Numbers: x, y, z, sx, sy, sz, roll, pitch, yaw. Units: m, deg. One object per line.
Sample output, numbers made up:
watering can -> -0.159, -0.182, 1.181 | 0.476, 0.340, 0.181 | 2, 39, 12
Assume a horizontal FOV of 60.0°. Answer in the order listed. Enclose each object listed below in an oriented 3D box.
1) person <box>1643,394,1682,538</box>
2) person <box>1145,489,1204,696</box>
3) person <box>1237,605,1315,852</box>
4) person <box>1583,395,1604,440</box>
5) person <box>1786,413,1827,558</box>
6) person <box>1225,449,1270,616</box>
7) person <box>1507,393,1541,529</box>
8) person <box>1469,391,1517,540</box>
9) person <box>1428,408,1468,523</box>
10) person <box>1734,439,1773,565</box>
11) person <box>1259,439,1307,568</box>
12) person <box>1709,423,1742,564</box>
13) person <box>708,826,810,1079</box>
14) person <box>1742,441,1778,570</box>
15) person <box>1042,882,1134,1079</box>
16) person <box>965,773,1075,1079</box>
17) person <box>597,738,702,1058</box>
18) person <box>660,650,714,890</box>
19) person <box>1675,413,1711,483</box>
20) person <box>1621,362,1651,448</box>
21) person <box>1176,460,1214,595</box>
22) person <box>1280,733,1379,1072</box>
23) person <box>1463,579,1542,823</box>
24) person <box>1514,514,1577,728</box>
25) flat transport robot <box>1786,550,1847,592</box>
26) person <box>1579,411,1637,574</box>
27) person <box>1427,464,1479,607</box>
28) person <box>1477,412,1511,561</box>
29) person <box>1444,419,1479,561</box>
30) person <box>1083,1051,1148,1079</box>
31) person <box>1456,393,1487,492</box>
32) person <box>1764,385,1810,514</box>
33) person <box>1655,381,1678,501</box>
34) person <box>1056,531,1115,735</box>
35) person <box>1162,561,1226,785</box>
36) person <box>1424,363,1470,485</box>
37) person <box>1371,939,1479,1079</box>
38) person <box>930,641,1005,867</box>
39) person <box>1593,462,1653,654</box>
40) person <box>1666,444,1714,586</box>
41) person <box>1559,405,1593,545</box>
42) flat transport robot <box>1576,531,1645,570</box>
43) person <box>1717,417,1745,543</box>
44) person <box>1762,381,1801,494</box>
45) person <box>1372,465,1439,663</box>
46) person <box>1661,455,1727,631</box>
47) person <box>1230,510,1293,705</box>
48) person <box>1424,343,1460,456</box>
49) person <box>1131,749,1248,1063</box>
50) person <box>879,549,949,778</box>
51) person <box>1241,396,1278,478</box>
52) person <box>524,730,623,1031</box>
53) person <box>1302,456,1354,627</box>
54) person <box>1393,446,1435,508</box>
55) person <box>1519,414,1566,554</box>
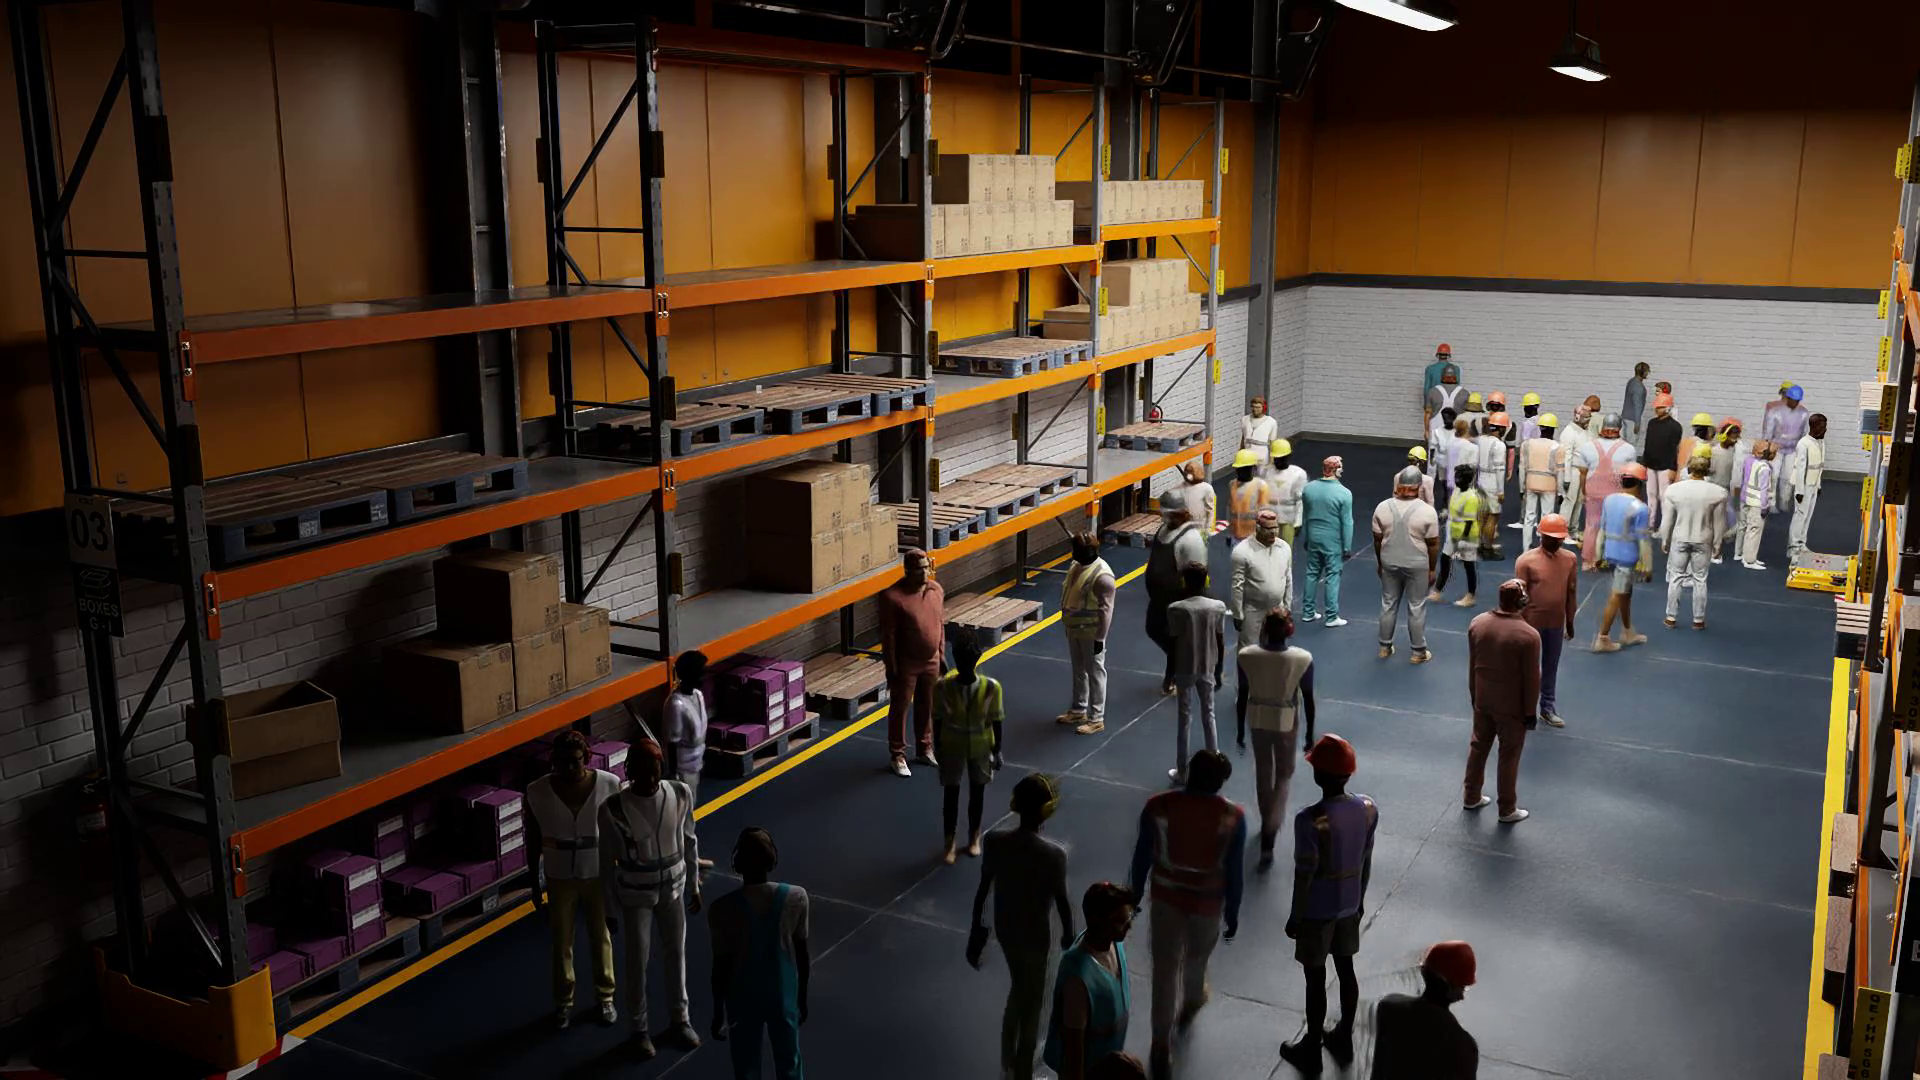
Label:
person -> 9.573, -1.014, 22.803 | 0.419, 1.984, 0.630 | -4, 13, -19
person -> 2.037, 0.488, 15.925 | 0.538, 2.000, 0.705 | -6, 14, -24
person -> 2.334, 1.389, 12.385 | 0.576, 1.822, 0.779 | 5, 13, 19
person -> 9.534, -1.384, 25.226 | 0.283, 1.633, 0.498 | -10, 16, -38
person -> 10.971, -0.699, 21.545 | 0.584, 1.911, 0.394 | -12, 17, -42
person -> 3.260, -0.091, 18.815 | 0.546, 1.908, 0.599 | -10, 16, -39
person -> 7.992, -1.106, 23.360 | 0.396, 1.913, 0.591 | 11, 16, 40
person -> 7.237, -1.015, 22.684 | 0.613, 2.031, 0.402 | 4, 13, 18
person -> 7.008, -1.094, 23.897 | 0.544, 1.631, 0.918 | 8, 15, 33
person -> 10.139, -0.488, 21.218 | 0.321, 1.631, 0.527 | -3, 13, -13
person -> 3.748, -0.240, 19.486 | 0.592, 1.900, 0.684 | 6, 14, 24
person -> 9.699, -0.591, 21.206 | 0.556, 1.835, 0.463 | -7, 14, -29
person -> -0.991, 2.299, 8.255 | 0.507, 1.847, 0.351 | -5, 13, -20
person -> 10.088, -0.439, 21.002 | 0.313, 1.632, 0.524 | 3, 13, 13
person -> 0.591, 2.433, 7.689 | 0.393, 1.836, 0.561 | 5, 14, 21
person -> 0.347, 2.151, 8.900 | 0.561, 1.848, 0.411 | 8, 15, 33
person -> -1.754, 2.018, 9.451 | 0.584, 1.879, 0.369 | -8, 15, -32
person -> -1.924, 1.601, 11.760 | 0.371, 1.680, 0.561 | 3, 13, 12
person -> 9.457, -0.688, 21.526 | 0.473, 1.899, 0.615 | -2, 13, -7
person -> 10.964, -1.939, 27.061 | 0.380, 1.932, 0.623 | 2, 13, 11
person -> 2.757, -0.150, 19.698 | 0.507, 1.631, 0.266 | 8, 15, 33
person -> 2.051, 2.017, 9.304 | 0.546, 1.942, 0.352 | -7, 14, -29
person -> 4.233, 1.231, 12.934 | 0.398, 1.900, 0.641 | -8, 15, -33
person -> 5.262, 0.729, 14.978 | 0.614, 1.987, 0.408 | -3, 13, -13
flat transport robot -> 10.573, 0.372, 20.440 | 0.652, 0.197, 1.431 | 7, 14, 29
person -> 8.095, -0.598, 20.785 | 0.682, 2.000, 0.537 | 9, 15, 34
person -> 5.658, -0.037, 19.097 | 0.730, 1.665, 0.549 | -2, 13, -9
person -> 6.891, -0.694, 21.489 | 0.388, 1.925, 0.550 | -2, 13, -10
person -> 6.488, -0.648, 21.551 | 0.453, 1.802, 0.620 | -8, 15, -32
person -> 0.596, 2.775, 6.602 | 0.278, 1.633, 0.499 | 11, 16, 40
person -> 7.595, -1.323, 24.738 | 0.492, 1.729, 0.324 | 3, 13, 11
person -> 12.034, -1.311, 24.244 | 0.654, 1.924, 0.465 | 2, 13, 7
person -> 10.731, -1.499, 25.314 | 0.418, 1.828, 0.561 | 5, 14, 22
person -> 1.120, 0.818, 14.913 | 0.429, 1.837, 0.621 | -6, 14, -25
person -> 1.917, 1.088, 13.640 | 0.520, 1.865, 0.332 | -1, 13, -6
person -> 7.574, -1.750, 25.943 | 0.685, 2.000, 0.535 | 2, 13, 11
person -> 1.983, 2.576, 7.342 | 0.906, 1.702, 0.595 | -8, 15, -33
person -> 0.058, 1.538, 12.055 | 0.535, 1.678, 0.548 | -1, 13, -4
person -> 7.018, 0.194, 17.321 | 0.889, 2.000, 0.644 | -4, 13, -18
person -> 8.892, -0.306, 20.182 | 0.366, 1.736, 0.488 | -3, 13, -15
person -> 8.306, -0.882, 22.398 | 0.402, 1.896, 0.652 | 12, 17, 43
flat transport robot -> 8.451, 0.126, 21.543 | 0.652, 0.197, 1.431 | 2, 13, 11
person -> 10.293, -0.794, 22.356 | 0.375, 1.734, 0.572 | 2, 13, 8
person -> 12.785, -1.598, 25.914 | 0.535, 1.755, 0.342 | 6, 14, 25
person -> 4.594, 0.233, 17.066 | 0.682, 2.000, 0.538 | 9, 15, 34
person -> 8.008, 0.030, 18.204 | 0.635, 1.939, 0.366 | 5, 14, 22
person -> 2.822, 0.654, 15.500 | 0.643, 1.902, 0.399 | -5, 14, -23
person -> 8.438, -2.446, 29.163 | 0.611, 1.995, 0.375 | 2, 13, 10
person -> 1.306, 2.051, 9.547 | 0.663, 1.779, 0.995 | 4, 13, 16
person -> -0.360, 1.009, 13.890 | 0.637, 1.911, 0.406 | -10, 16, -38
person -> 4.244, -1.139, 23.678 | 0.560, 1.836, 0.395 | 11, 17, 41
person -> -2.239, 1.971, 9.757 | 0.568, 1.838, 0.384 | -3, 13, -15
person -> 4.073, 0.012, 18.386 | 0.399, 1.900, 0.646 | -11, 17, -41
person -> 5.406, -0.241, 19.828 | 0.523, 1.760, 0.329 | 11, 17, 40
person -> 7.470, -0.664, 21.357 | 0.585, 1.920, 0.382 | 10, 16, 39
